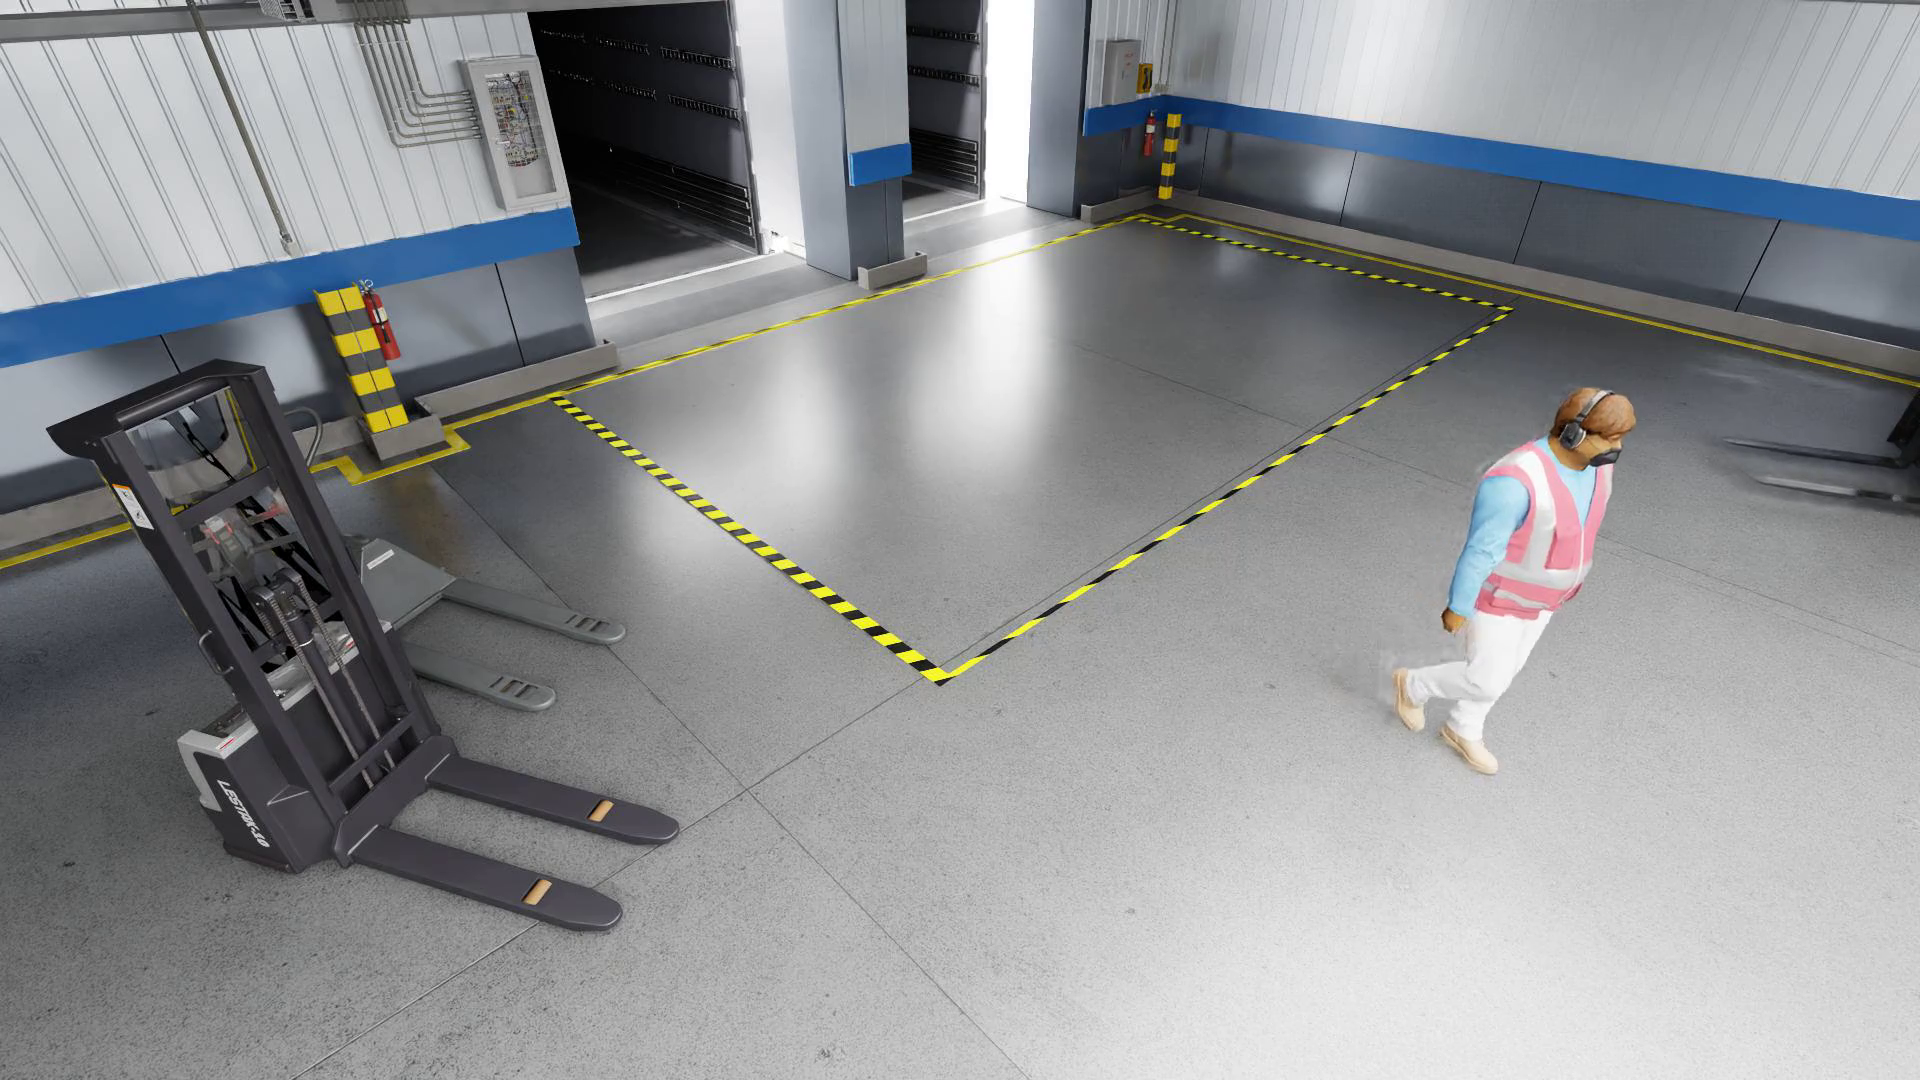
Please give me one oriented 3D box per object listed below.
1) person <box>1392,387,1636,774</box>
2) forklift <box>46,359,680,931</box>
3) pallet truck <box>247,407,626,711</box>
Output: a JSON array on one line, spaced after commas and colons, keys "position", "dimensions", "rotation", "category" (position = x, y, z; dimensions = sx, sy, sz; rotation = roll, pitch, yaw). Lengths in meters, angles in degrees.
[{"position": [2.278, 0.194, 3.834], "dimensions": [0.637, 1.822, 0.539], "rotation": [-15, 37, -21], "category": "person"}, {"position": [-2.135, 0.422, 3.354], "dimensions": [1.885, 1.965, 0.823], "rotation": [10, 35, 14], "category": "forklift"}, {"position": [-2.628, 0.038, 4.590], "dimensions": [1.601, 1.201, 0.680], "rotation": [12, 36, 18], "category": "pallet truck"}]
